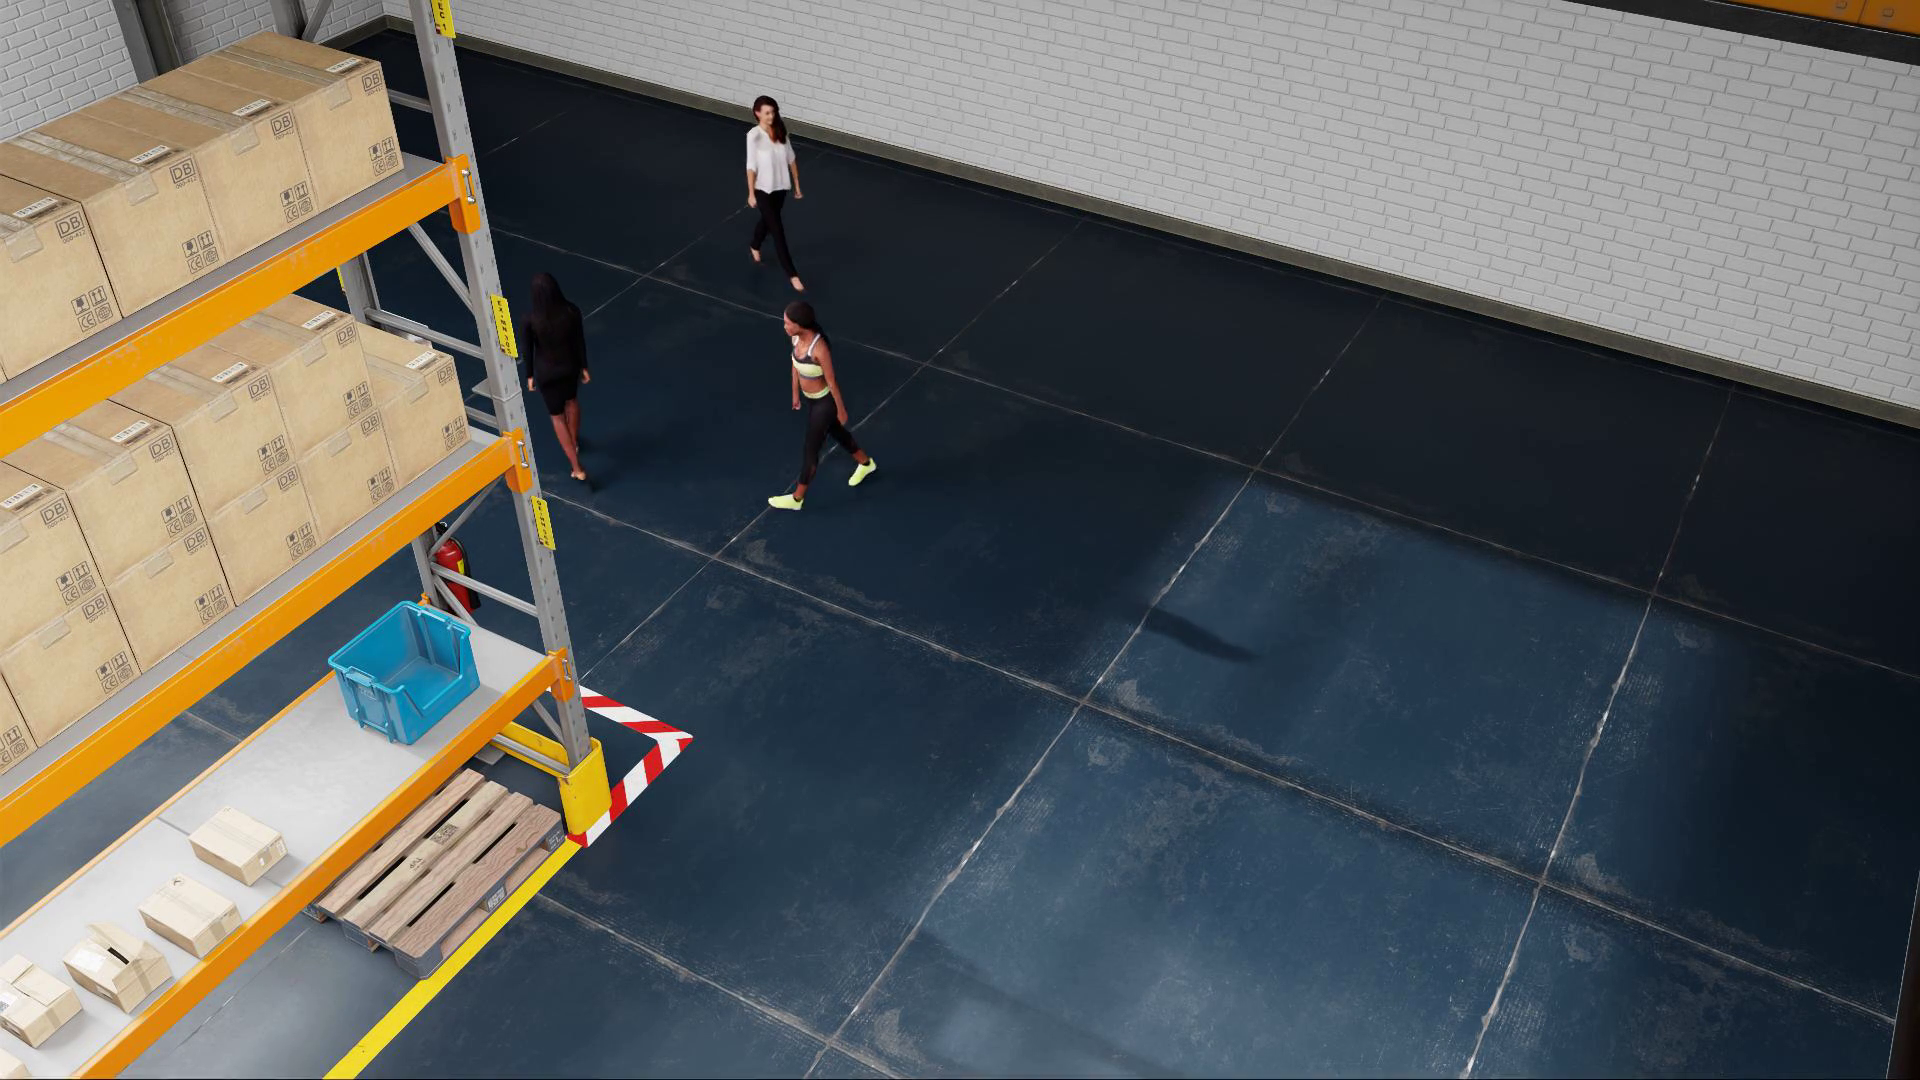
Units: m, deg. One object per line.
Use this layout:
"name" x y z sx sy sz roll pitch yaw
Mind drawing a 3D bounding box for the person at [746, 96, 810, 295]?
"person" -1.726 -3.085 14.692 1.120 1.748 0.873 -31 48 -33

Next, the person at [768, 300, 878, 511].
"person" -0.917 -1.024 12.147 1.242 1.704 0.966 -26 45 -29

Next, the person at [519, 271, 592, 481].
"person" -2.969 -1.200 12.369 1.050 1.701 1.008 -19 42 -23
